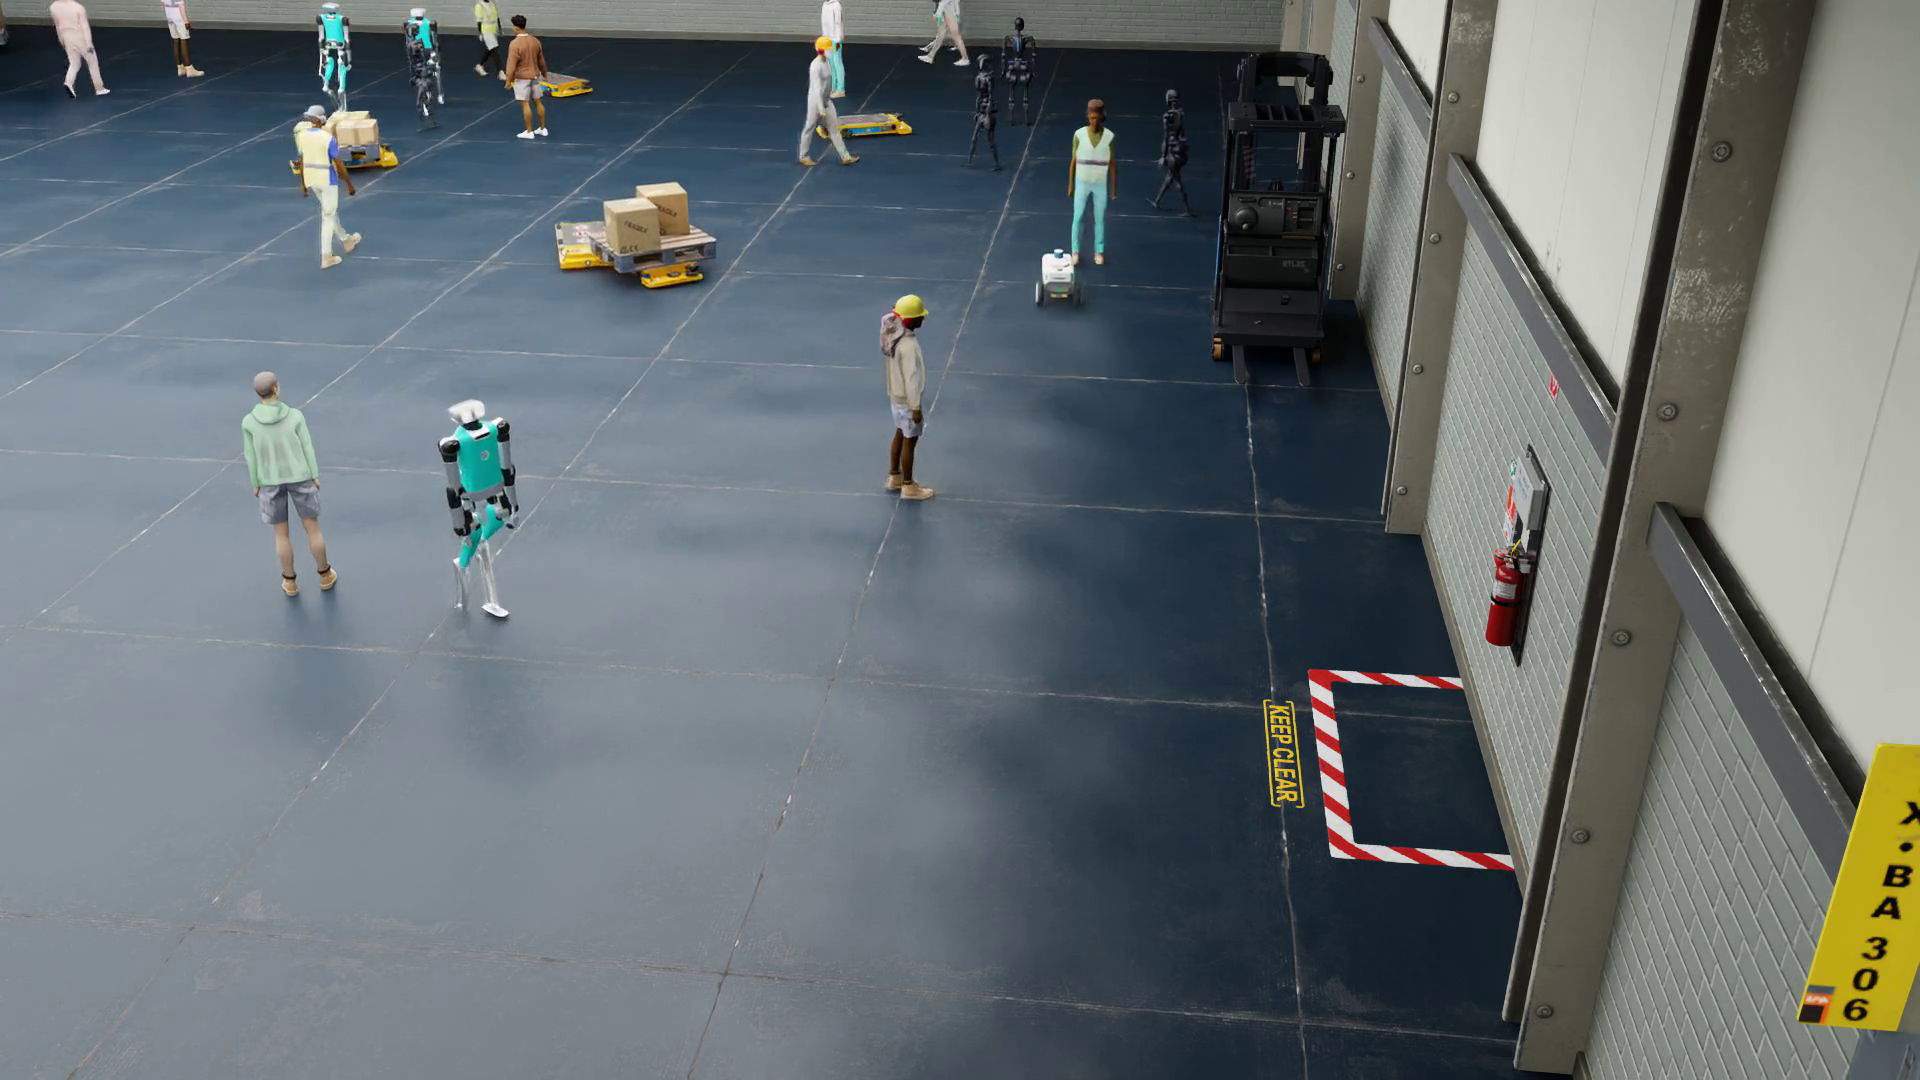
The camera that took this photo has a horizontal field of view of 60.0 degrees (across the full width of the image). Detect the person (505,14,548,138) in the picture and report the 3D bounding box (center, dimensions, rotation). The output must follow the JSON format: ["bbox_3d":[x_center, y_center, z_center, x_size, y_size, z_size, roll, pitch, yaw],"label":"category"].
[{"bbox_3d":[-6.650,-7.149,25.646,0.393,1.848,0.776,19,32,33],"label":"person"}]

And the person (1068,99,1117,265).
[{"bbox_3d":[1.566,-4.235,19.708,0.558,1.973,0.413,1,27,2],"label":"person"}]

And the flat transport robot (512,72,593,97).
[{"bbox_3d":[-7.116,-7.936,28.981,1.431,0.231,0.659,21,33,35],"label":"flat transport robot"}]

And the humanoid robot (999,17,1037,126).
[{"bbox_3d":[0.921,-7.433,26.390,0.599,1.657,0.315,3,27,6],"label":"humanoid robot"}]

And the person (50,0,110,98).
[{"bbox_3d":[-15.033,-8.468,28.255,0.657,1.876,0.781,3,27,6],"label":"person"}]

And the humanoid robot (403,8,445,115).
[{"bbox_3d":[-8.749,-7.913,27.409,0.555,1.765,1.057,-3,27,-5],"label":"humanoid robot"}]

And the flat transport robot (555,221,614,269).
[{"bbox_3d":[-4.601,-3.631,20.386,0.659,0.231,1.431,-6,27,-13],"label":"flat transport robot"}]

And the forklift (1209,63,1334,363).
[{"bbox_3d":[3.241,-3.477,17.183,1.129,2.768,1.873,3,27,6],"label":"forklift"}]

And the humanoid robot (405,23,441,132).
[{"bbox_3d":[-8.494,-7.238,26.032,0.630,1.635,0.590,-20,33,-35],"label":"humanoid robot"}]

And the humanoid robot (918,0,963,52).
[{"bbox_3d":[-0.270,-10.156,31.813,1.046,1.761,0.554,-1,27,-2],"label":"humanoid robot"}]

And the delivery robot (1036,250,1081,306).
[{"bbox_3d":[1.106,-2.970,18.741,0.499,0.587,0.782,0,27,1],"label":"delivery robot"}]

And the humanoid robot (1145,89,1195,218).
[{"bbox_3d":[2.765,-5.048,21.694,0.789,1.620,0.584,16,31,28],"label":"humanoid robot"}]

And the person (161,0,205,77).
[{"bbox_3d":[-14.044,-9.374,29.879,0.606,2.041,0.374,18,32,31],"label":"person"}]

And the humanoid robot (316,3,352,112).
[{"bbox_3d":[-10.164,-7.675,26.951,0.553,1.895,0.772,1,27,2],"label":"humanoid robot"}]

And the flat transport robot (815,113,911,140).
[{"bbox_3d":[-1.537,-6.487,26.090,1.431,0.231,0.659,-8,28,-16],"label":"flat transport robot"}]

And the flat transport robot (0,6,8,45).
[{"bbox_3d":[-19.091,-9.522,32.147,0.659,0.231,1.431,-12,29,-22],"label":"flat transport robot"}]

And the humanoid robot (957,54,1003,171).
[{"bbox_3d":[0.306,-6.076,23.712,0.652,1.640,0.604,-9,28,-17],"label":"humanoid robot"}]

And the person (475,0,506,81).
[{"bbox_3d":[-8.450,-9.096,29.737,0.824,1.666,0.539,11,29,20],"label":"person"}]

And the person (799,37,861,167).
[{"bbox_3d":[-1.934,-6.280,23.918,0.990,1.841,0.595,12,29,22],"label":"person"}]

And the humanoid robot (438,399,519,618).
[{"bbox_3d":[-3.531,-0.171,11.970,0.746,1.901,0.553,22,34,37],"label":"humanoid robot"}]

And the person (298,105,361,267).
[{"bbox_3d":[-7.509,-4.267,19.892,0.583,1.847,0.962,9,28,17],"label":"person"}]

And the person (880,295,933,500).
[{"bbox_3d":[-0.452,-1.190,13.847,0.411,1.762,0.553,-7,28,-14],"label":"person"}]

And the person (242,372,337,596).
[{"bbox_3d":[-4.990,-0.407,12.309,0.471,1.738,0.330,-9,28,-18],"label":"person"}]

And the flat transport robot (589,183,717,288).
[{"bbox_3d":[-3.634,-3.295,19.716,0.659,0.231,1.431,-15,30,-27],"label":"flat transport robot"}]

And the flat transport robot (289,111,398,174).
[{"bbox_3d":[-8.983,-5.546,24.210,1.431,0.231,0.659,-12,29,-22],"label":"flat transport robot"}]

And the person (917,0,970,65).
[{"bbox_3d":[-0.277,-9.741,30.853,1.006,1.818,0.493,1,27,2],"label":"person"}]

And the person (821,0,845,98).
[{"bbox_3d":[-2.171,-8.526,28.340,0.363,1.909,0.480,-20,33,-34],"label":"person"}]
